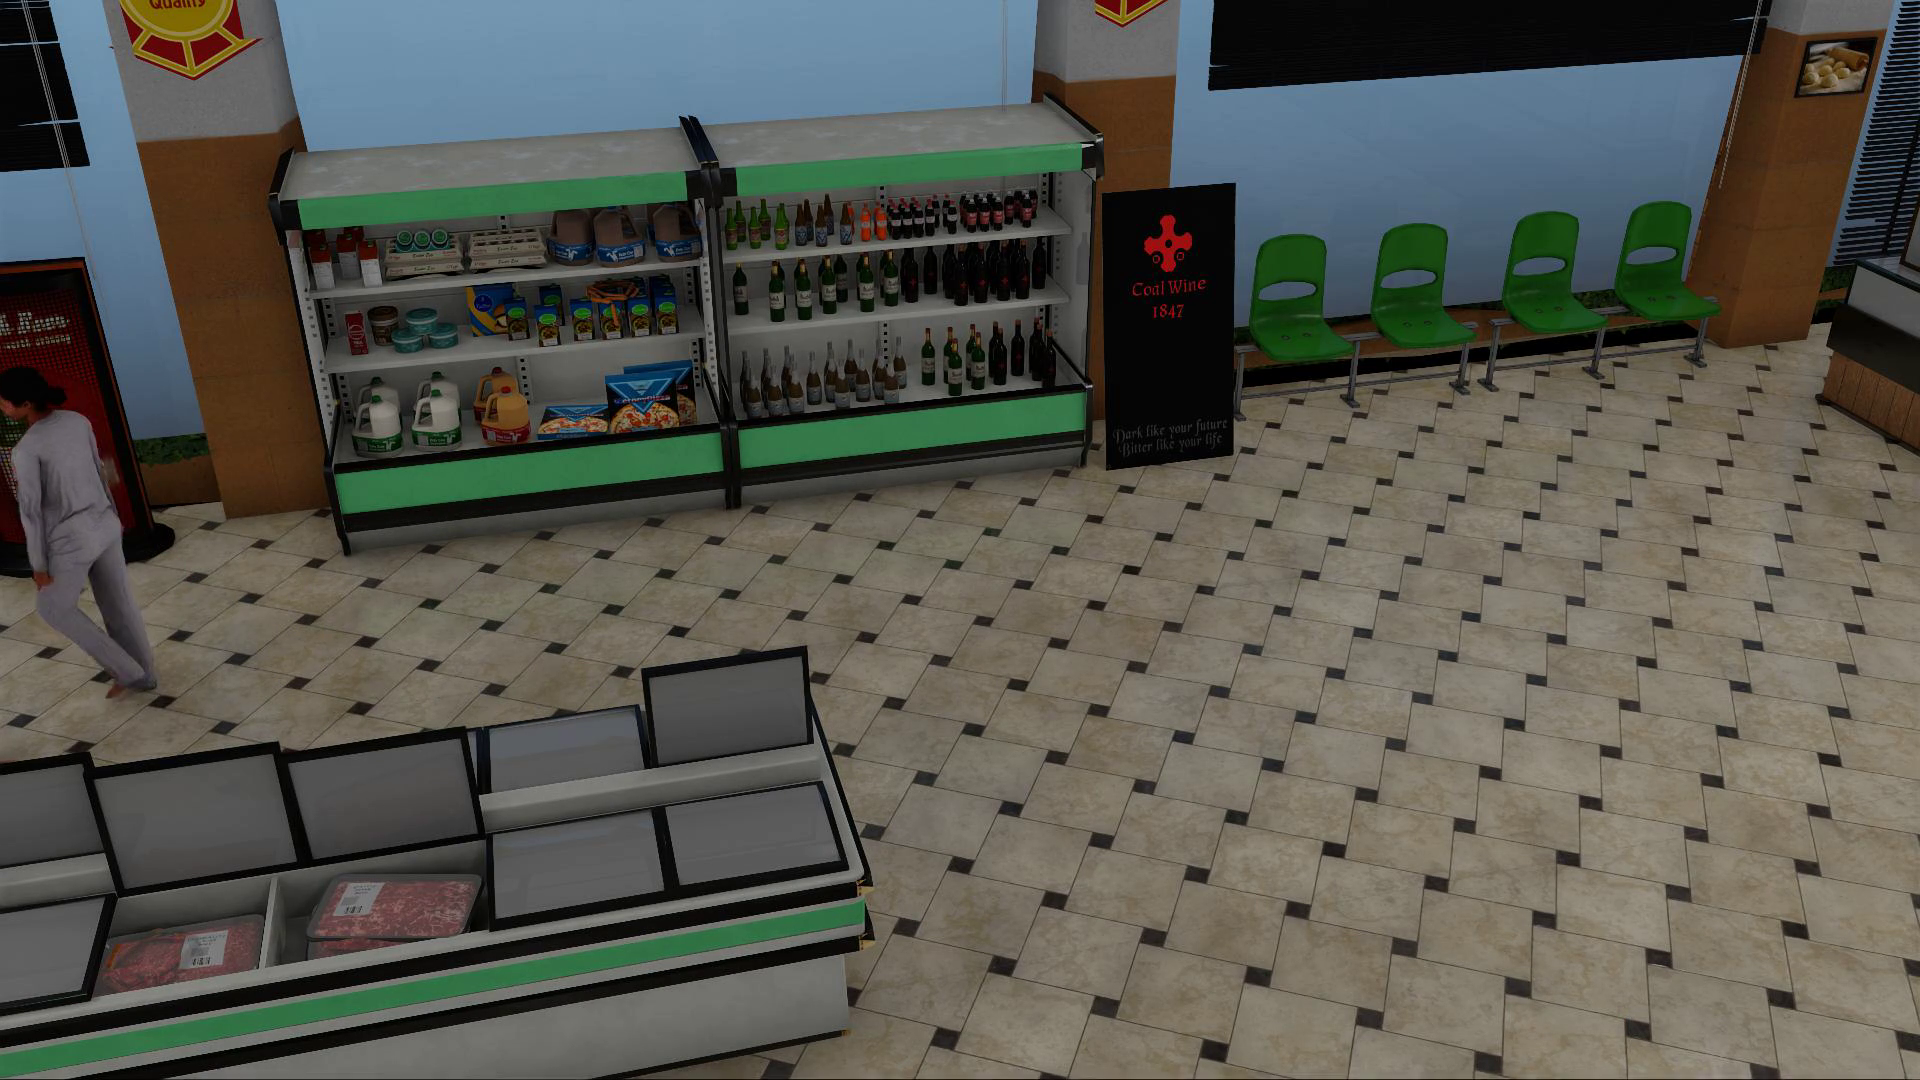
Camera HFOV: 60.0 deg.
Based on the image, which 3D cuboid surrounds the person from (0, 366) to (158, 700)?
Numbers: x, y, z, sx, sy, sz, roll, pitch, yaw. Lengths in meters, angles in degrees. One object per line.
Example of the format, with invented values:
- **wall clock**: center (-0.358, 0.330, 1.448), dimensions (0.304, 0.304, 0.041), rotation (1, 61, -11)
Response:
- **person**: center (-4.033, 0.042, 7.735), dimensions (0.871, 1.646, 0.861), rotation (9, 30, 17)
